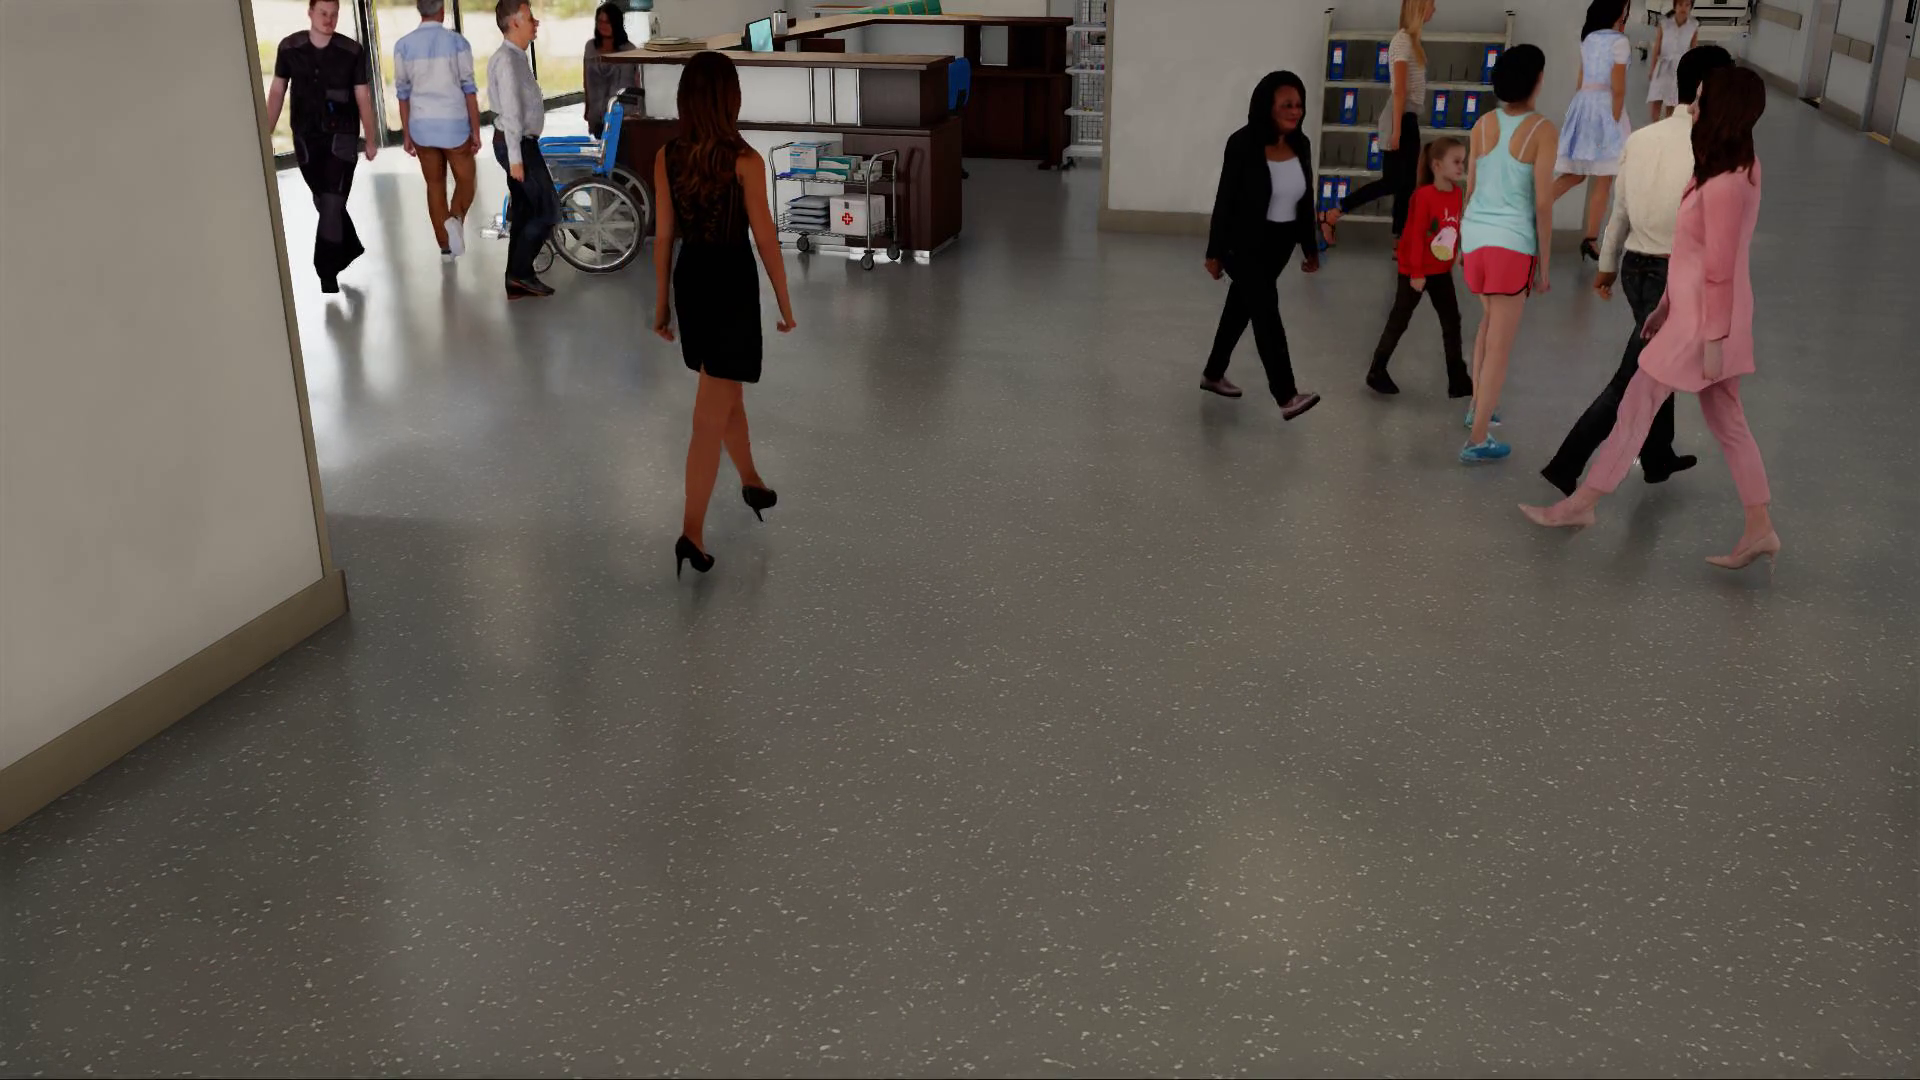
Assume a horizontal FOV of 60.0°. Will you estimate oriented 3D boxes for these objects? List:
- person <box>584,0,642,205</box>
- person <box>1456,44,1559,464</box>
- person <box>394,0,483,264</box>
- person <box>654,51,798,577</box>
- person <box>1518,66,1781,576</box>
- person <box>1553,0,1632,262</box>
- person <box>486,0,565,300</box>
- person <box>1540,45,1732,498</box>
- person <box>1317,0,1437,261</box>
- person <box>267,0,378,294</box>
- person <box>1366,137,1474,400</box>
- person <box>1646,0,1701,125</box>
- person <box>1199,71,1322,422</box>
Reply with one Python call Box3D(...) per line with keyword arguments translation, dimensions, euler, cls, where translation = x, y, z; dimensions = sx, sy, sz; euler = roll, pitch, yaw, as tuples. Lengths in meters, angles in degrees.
Box3D(translation=(-2.754, -3.459, 13.328), dimensions=(0.932, 1.583, 0.685), euler=(6, 21, 15), cls="person")
Box3D(translation=(2.264, -1.205, 7.155), dimensions=(0.880, 1.739, 0.828), euler=(-14, 25, -32), cls="person")
Box3D(translation=(-3.456, -2.730, 11.085), dimensions=(0.935, 1.809, 0.939), euler=(-3, 21, -8), cls="person")
Box3D(translation=(-0.898, -0.728, 5.802), dimensions=(0.958, 1.806, 0.734), euler=(8, 22, 20), cls="person")
Box3D(translation=(2.691, -0.697, 5.798), dimensions=(1.201, 1.751, 0.870), euler=(13, 24, 31), cls="person")
Box3D(translation=(4.152, -2.721, 11.086), dimensions=(1.116, 1.790, 1.025), euler=(-8, 22, -21), cls="person")
Box3D(translation=(-2.747, -2.342, 10.066), dimensions=(0.792, 1.805, 0.787), euler=(-5, 21, -12), cls="person")
Box3D(translation=(2.685, -0.981, 6.513), dimensions=(1.242, 1.775, 1.126), euler=(-10, 23, -25), cls="person")
Box3D(translation=(2.847, -2.757, 11.171), dimensions=(0.997, 1.798, 0.642), euler=(6, 22, 15), cls="person")
Box3D(translation=(-3.984, -2.512, 10.525), dimensions=(1.224, 1.798, 1.048), euler=(3, 21, 7), cls="person")
Box3D(translation=(2.231, -1.312, 8.127), dimensions=(0.822, 1.251, 0.917), euler=(-13, 24, -31), cls="person")
Box3D(translation=(7.045, -4.629, 16.476), dimensions=(0.570, 1.540, 0.646), euler=(8, 22, 20), cls="person")
Box3D(translation=(1.340, -1.363, 7.828), dimensions=(1.061, 1.560, 1.192), euler=(-15, 25, -35), cls="person")
